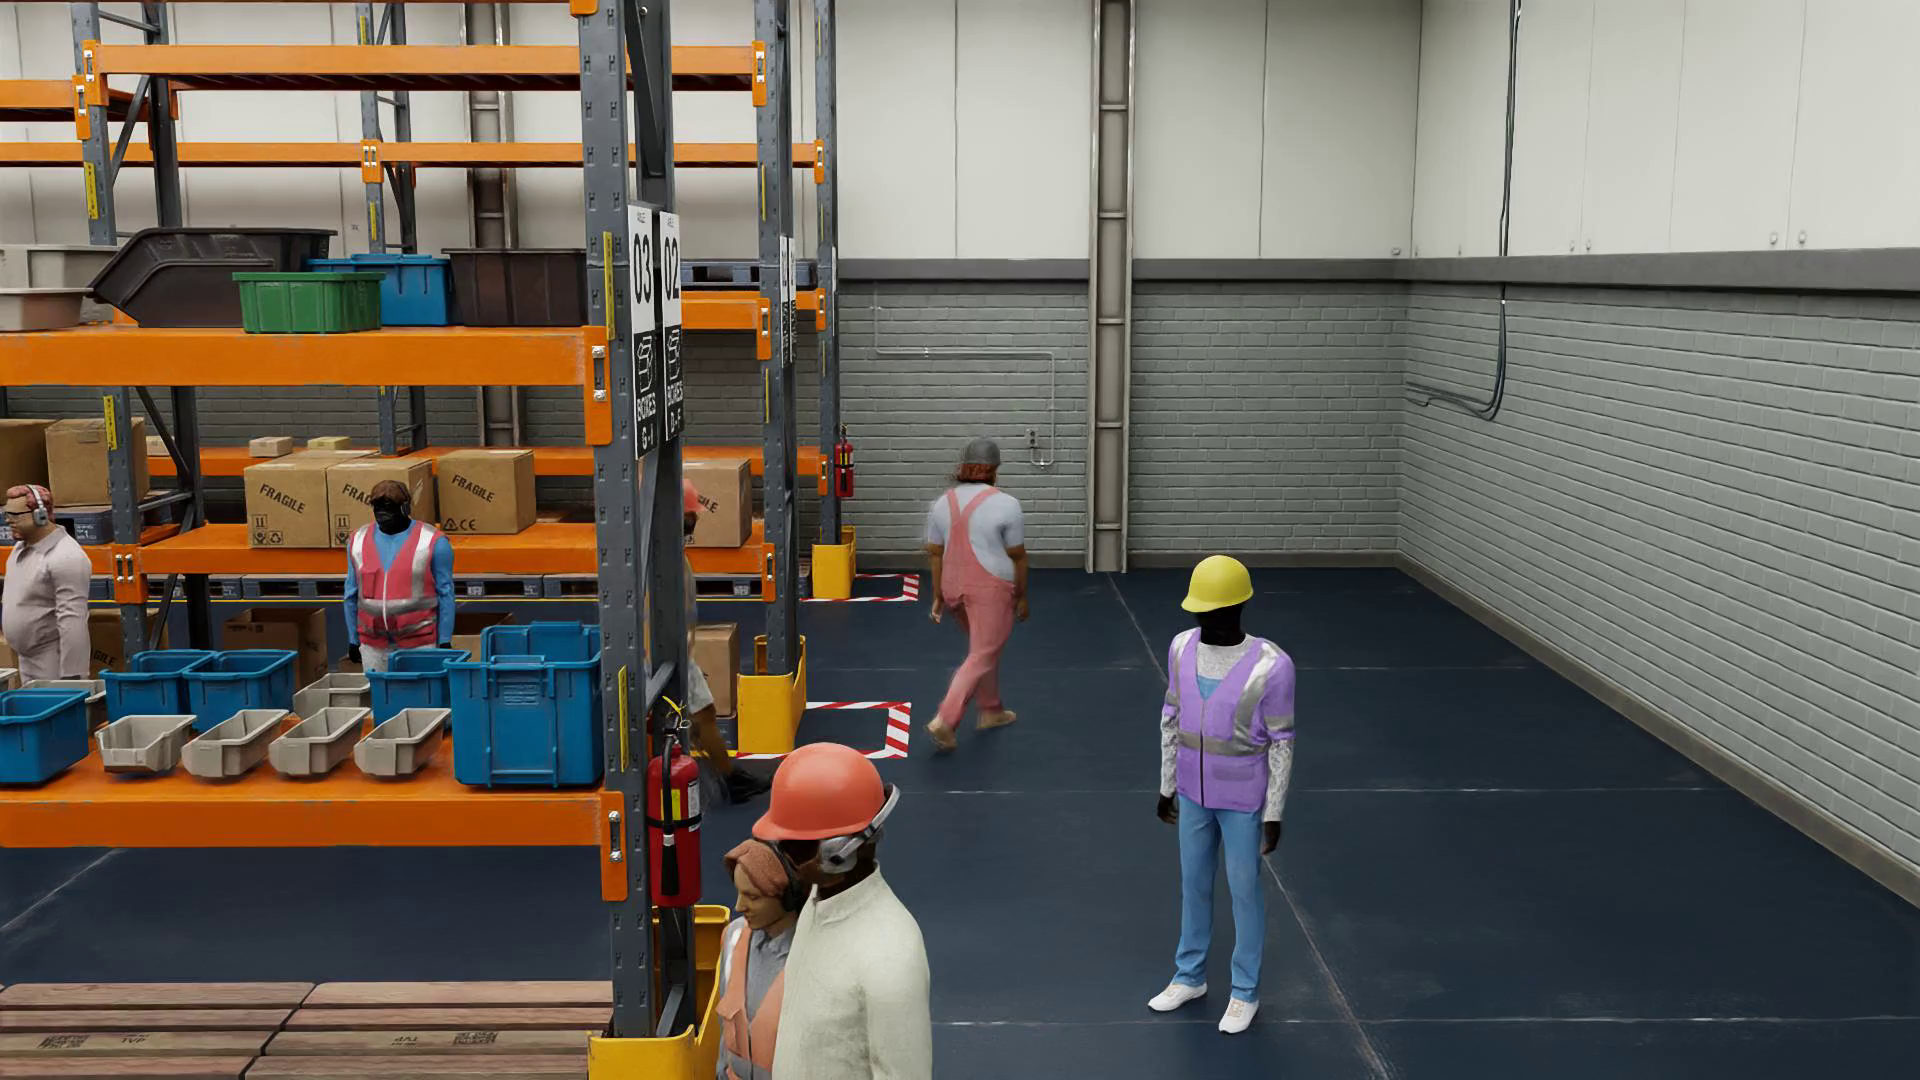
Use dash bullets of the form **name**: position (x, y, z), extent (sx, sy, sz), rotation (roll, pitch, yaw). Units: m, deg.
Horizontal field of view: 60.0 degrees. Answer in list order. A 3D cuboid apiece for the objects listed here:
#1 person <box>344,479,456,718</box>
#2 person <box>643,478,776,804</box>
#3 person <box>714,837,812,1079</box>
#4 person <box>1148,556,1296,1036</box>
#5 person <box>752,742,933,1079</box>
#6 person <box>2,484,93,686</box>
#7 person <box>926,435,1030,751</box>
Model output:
- **person**: position (-3.230, 0.564, 9.578), extent (0.634, 1.841, 0.429), rotation (0, 9, 2)
- **person**: position (-1.536, 0.593, 9.256), extent (0.972, 1.882, 0.567), rotation (-4, 10, -25)
- **person**: position (-0.439, 1.533, 4.283), extent (0.524, 1.632, 0.317), rotation (9, 13, 43)
- **person**: position (1.037, 1.004, 6.641), extent (0.585, 1.920, 0.382), rotation (8, 12, 41)
- **person**: position (-0.264, 1.427, 3.837), extent (0.392, 1.988, 0.609), rotation (-3, 10, -20)
- **person**: position (-4.903, 0.641, 8.939), extent (0.647, 1.900, 0.399), rotation (7, 12, 38)
- **person**: position (0.087, 0.295, 10.615), extent (0.670, 2.000, 1.001), rotation (9, 13, 44)
